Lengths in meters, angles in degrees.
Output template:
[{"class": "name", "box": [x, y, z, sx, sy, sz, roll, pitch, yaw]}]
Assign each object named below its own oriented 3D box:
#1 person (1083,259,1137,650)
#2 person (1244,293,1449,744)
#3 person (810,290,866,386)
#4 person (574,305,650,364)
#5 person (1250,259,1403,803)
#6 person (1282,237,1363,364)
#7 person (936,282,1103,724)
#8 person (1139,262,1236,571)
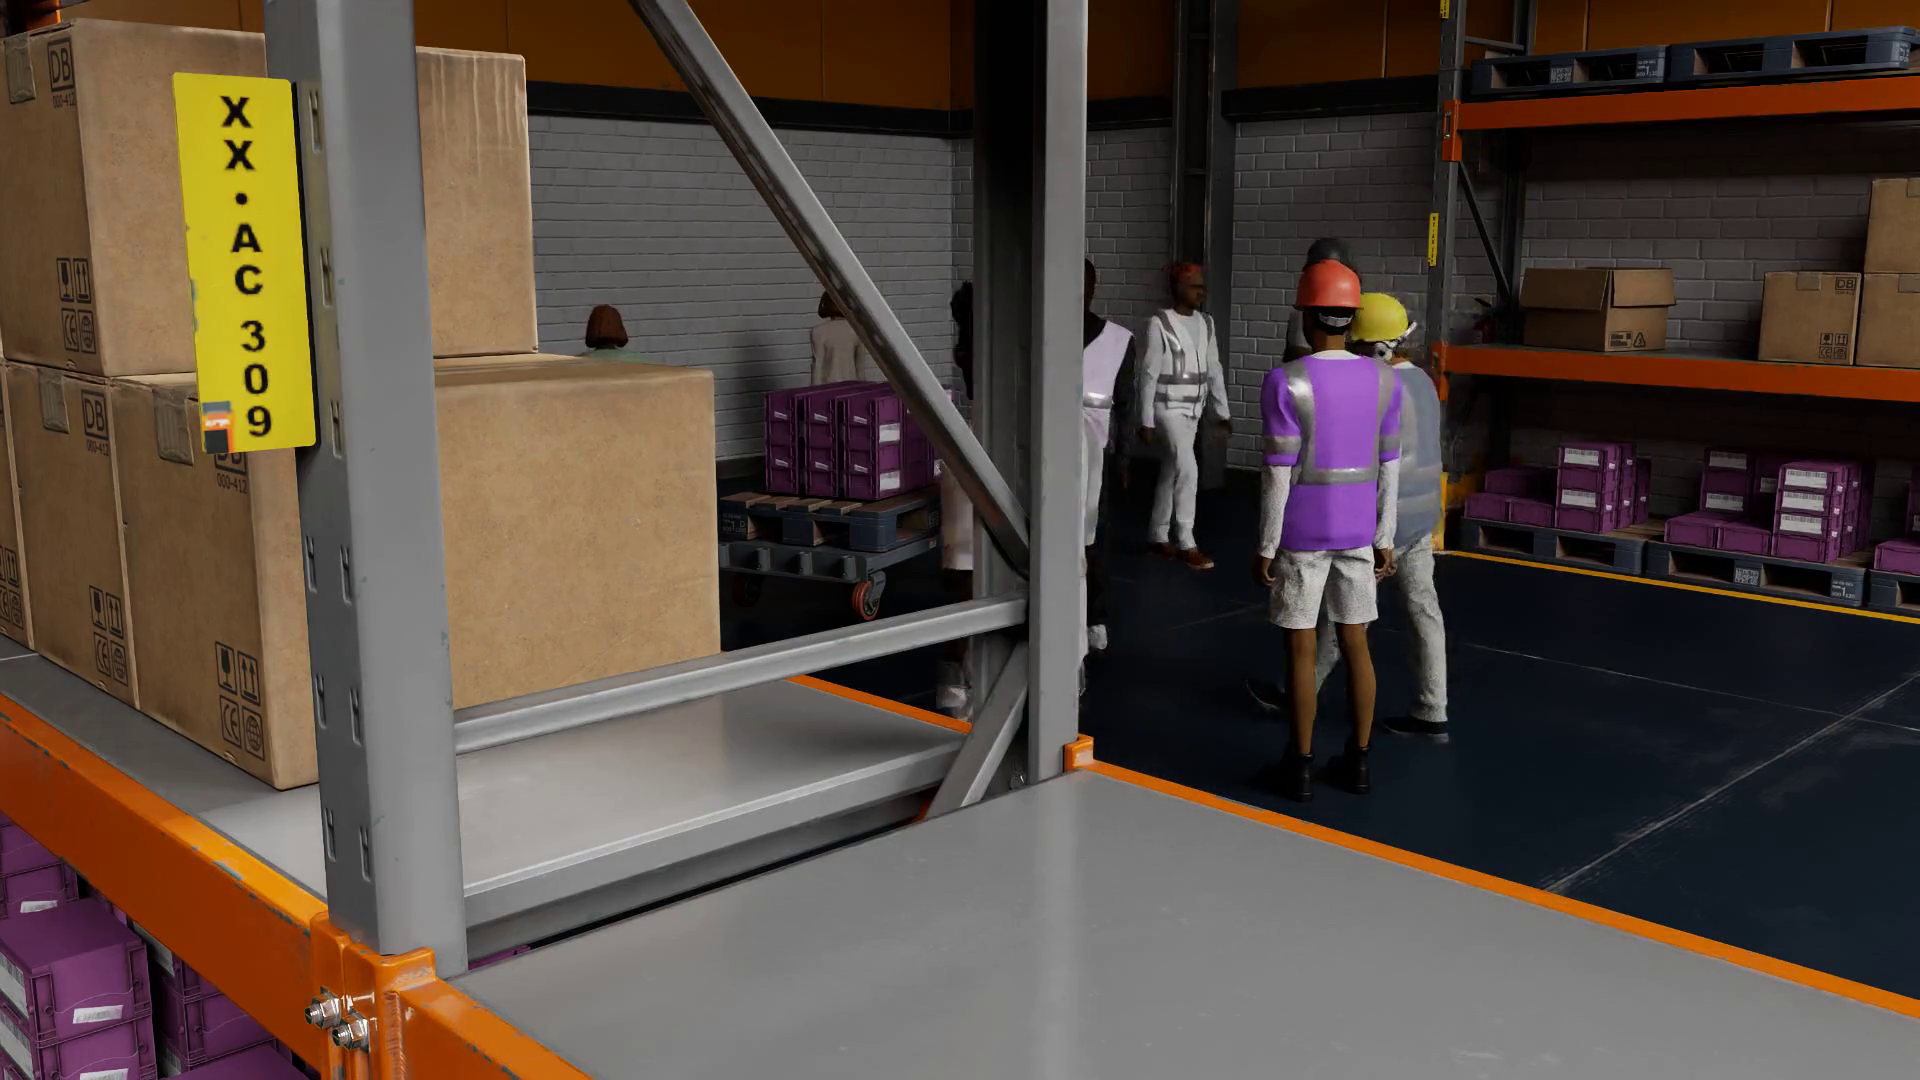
[{"class": "person", "box": [0.560, -0.425, 8.188, 0.594, 1.921, 0.387, 3, 11, 15]}, {"class": "person", "box": [1.602, -0.089, 6.708, 0.908, 1.784, 0.614, 8, 13, 36]}, {"class": "person", "box": [-0.945, -1.140, 12.876, 0.507, 1.630, 0.268, -8, 13, -37]}, {"class": "person", "box": [-2.045, -0.570, 9.786, 0.528, 1.609, 0.655, -1, 10, -3]}, {"class": "person", "box": [1.294, -0.028, 5.979, 0.551, 1.934, 0.373, -3, 11, -17]}, {"class": "person", "box": [2.309, -0.935, 10.643, 0.696, 2.000, 0.555, -6, 12, -30]}, {"class": "person", "box": [0.198, 0.283, 4.292, 0.751, 1.943, 0.603, 7, 13, 34]}, {"class": "person", "box": [1.427, -0.755, 10.181, 0.780, 1.855, 0.589, 10, 14, 43]}]
